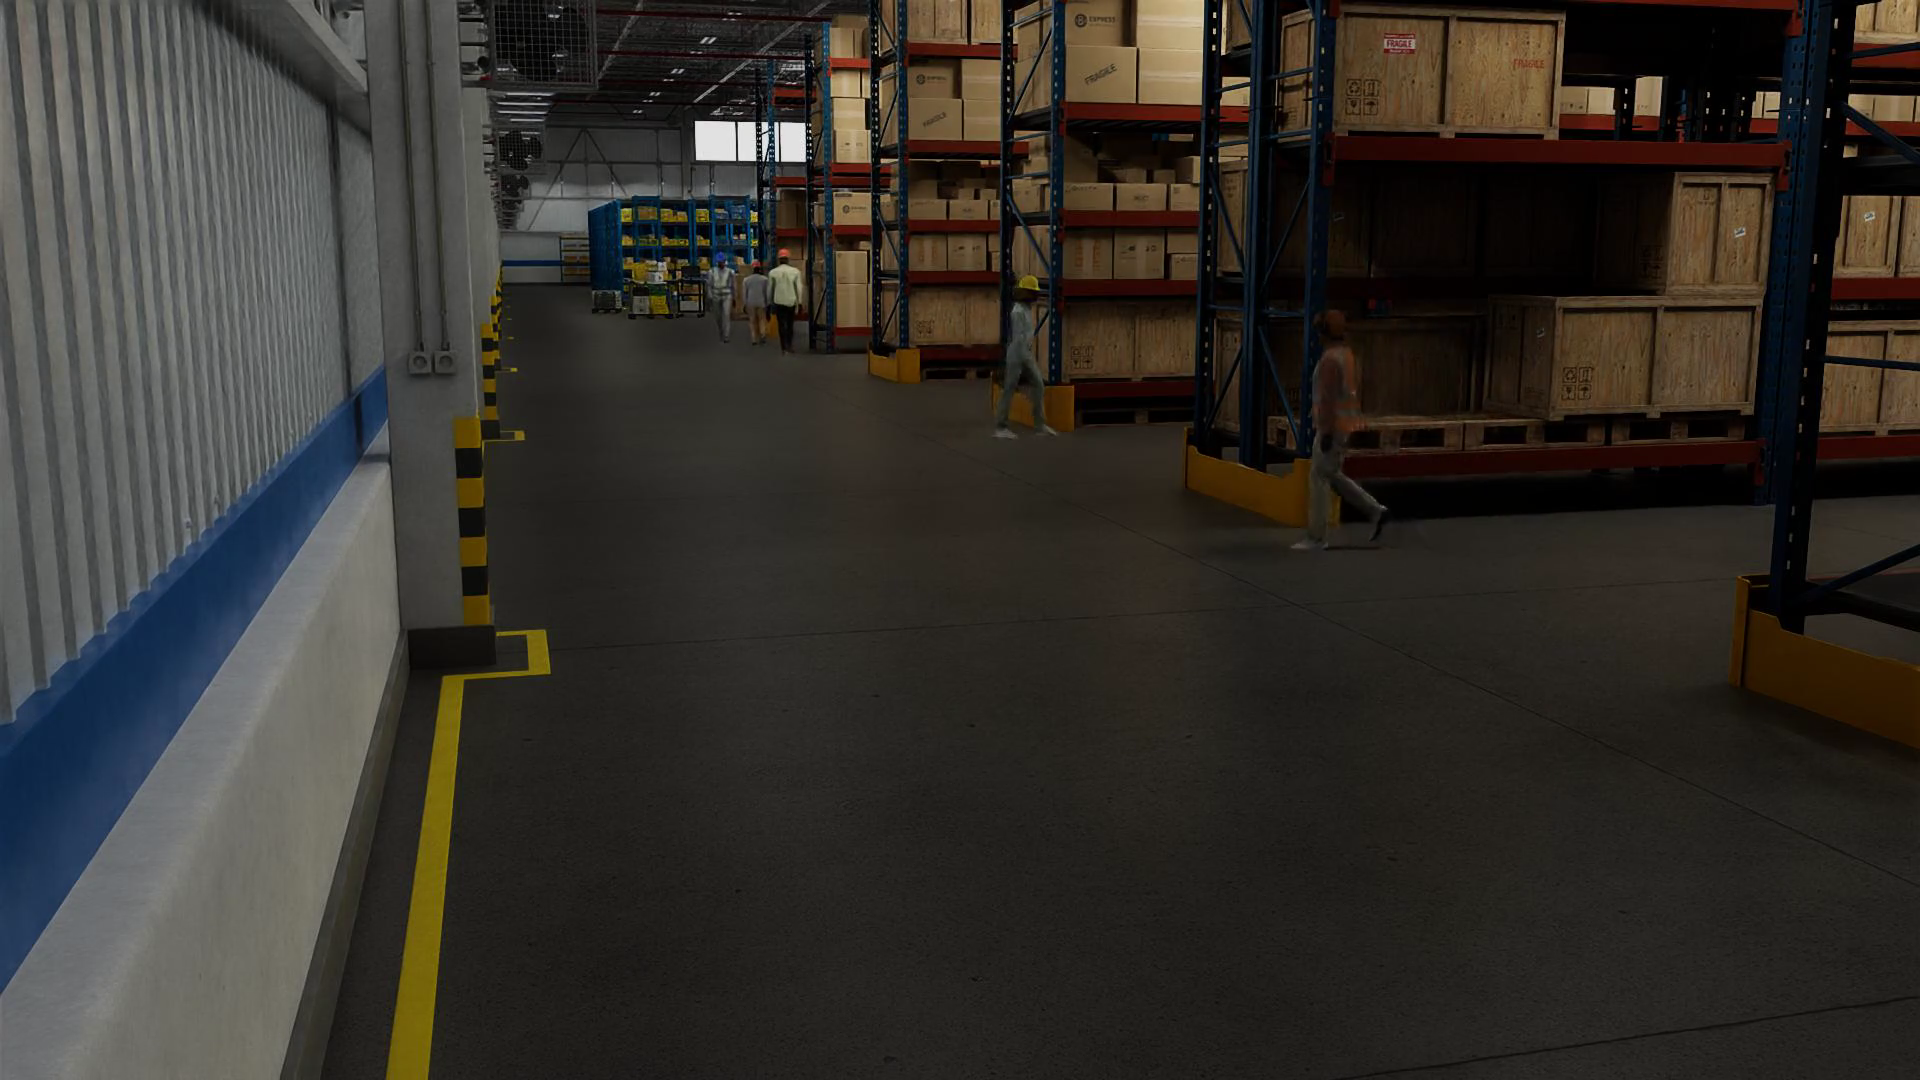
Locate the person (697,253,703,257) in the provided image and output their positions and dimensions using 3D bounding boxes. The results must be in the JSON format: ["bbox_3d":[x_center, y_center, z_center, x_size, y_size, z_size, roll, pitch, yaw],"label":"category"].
[{"bbox_3d":[-9.980,-10.057,63.422,1.009,1.797,0.579,-3,11,-18],"label":"person"}]

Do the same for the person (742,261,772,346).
[{"bbox_3d":[-4.174,-4.866,34.207,0.589,1.720,0.749,-1,10,-7],"label":"person"}]

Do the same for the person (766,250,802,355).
[{"bbox_3d":[-3.317,-4.455,31.218,0.652,1.946,0.981,-2,10,-13],"label":"person"}]

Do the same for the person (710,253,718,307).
[{"bbox_3d":[-8.075,-8.720,55.819,0.845,1.798,0.590,-5,11,-25],"label":"person"}]

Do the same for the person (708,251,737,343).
[{"bbox_3d":[-5.030,-5.152,35.243,0.614,1.926,0.648,0,10,1],"label":"person"}]

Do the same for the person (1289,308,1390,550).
[{"bbox_3d":[2.557,-0.728,11.066,0.534,1.622,0.563,5,11,26],"label":"person"}]

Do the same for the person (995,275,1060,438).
[{"bbox_3d":[0.722,-1.913,17.505,0.775,1.712,0.503,5,11,24],"label":"person"}]
